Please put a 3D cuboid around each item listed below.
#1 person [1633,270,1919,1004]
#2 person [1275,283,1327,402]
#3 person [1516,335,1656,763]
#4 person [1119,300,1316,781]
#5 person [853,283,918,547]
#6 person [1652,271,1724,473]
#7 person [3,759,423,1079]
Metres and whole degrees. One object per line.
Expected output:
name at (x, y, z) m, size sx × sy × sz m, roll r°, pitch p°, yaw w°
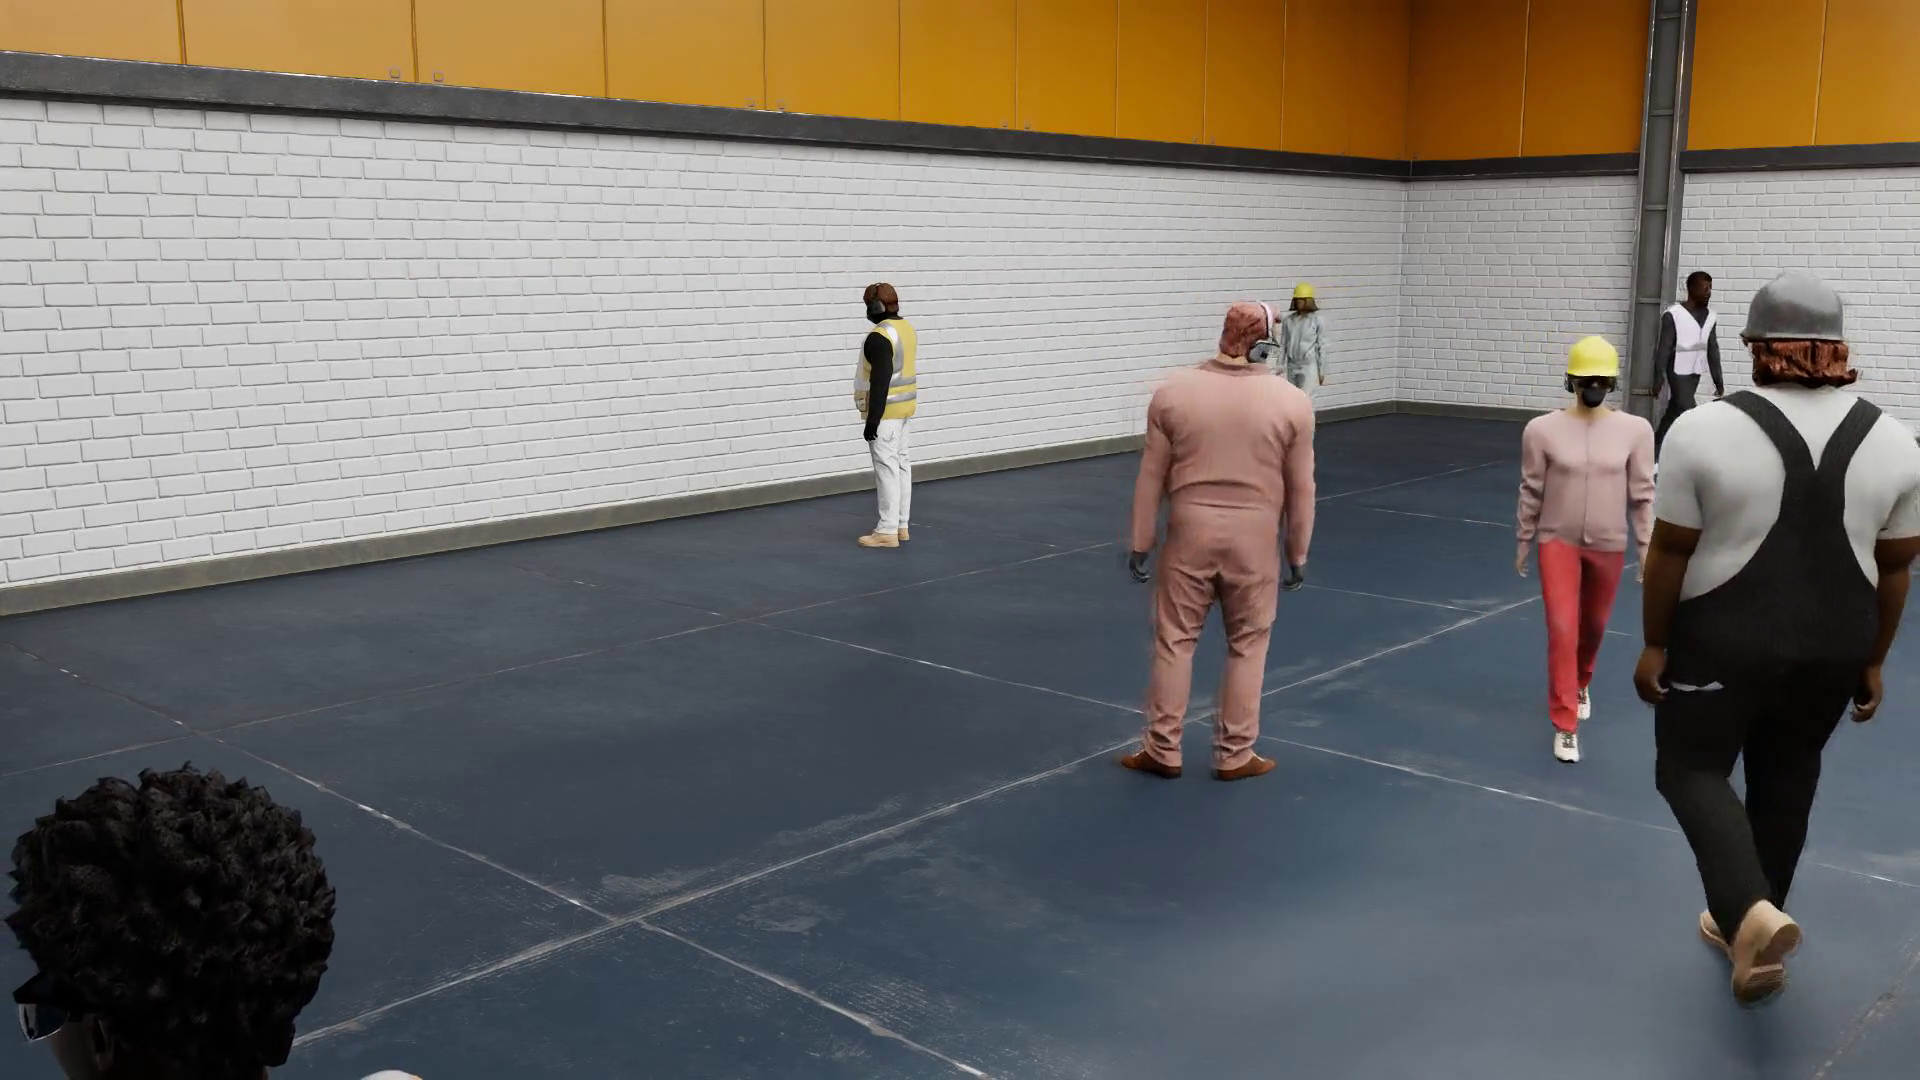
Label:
person at (2.236, 0.267, 4.559) m, size 0.696 × 2.000 × 0.728 m, roll 0°, pitch 10°, yaw 2°
person at (3.371, -1.689, 16.583) m, size 0.484 × 1.721 × 0.712 m, roll 9°, pitch 13°, yaw 42°
person at (2.624, -0.009, 7.017) m, size 0.548 × 1.720 × 0.892 m, roll 2°, pitch 10°, yaw 12°
person at (0.985, 0.018, 6.492) m, size 0.773 × 1.879 × 0.403 m, roll 2°, pitch 10°, yaw 13°
person at (-0.528, -0.870, 11.620) m, size 0.429 × 1.838 × 0.622 m, roll 3°, pitch 10°, yaw 17°
person at (6.595, -1.469, 14.950) m, size 0.612 × 1.860 × 1.033 m, roll -5°, pitch 11°, yaw -28°
person at (-0.558, 1.009, 1.338) m, size 0.319 × 1.690 × 0.532 m, roll 3°, pitch 10°, yaw 17°
